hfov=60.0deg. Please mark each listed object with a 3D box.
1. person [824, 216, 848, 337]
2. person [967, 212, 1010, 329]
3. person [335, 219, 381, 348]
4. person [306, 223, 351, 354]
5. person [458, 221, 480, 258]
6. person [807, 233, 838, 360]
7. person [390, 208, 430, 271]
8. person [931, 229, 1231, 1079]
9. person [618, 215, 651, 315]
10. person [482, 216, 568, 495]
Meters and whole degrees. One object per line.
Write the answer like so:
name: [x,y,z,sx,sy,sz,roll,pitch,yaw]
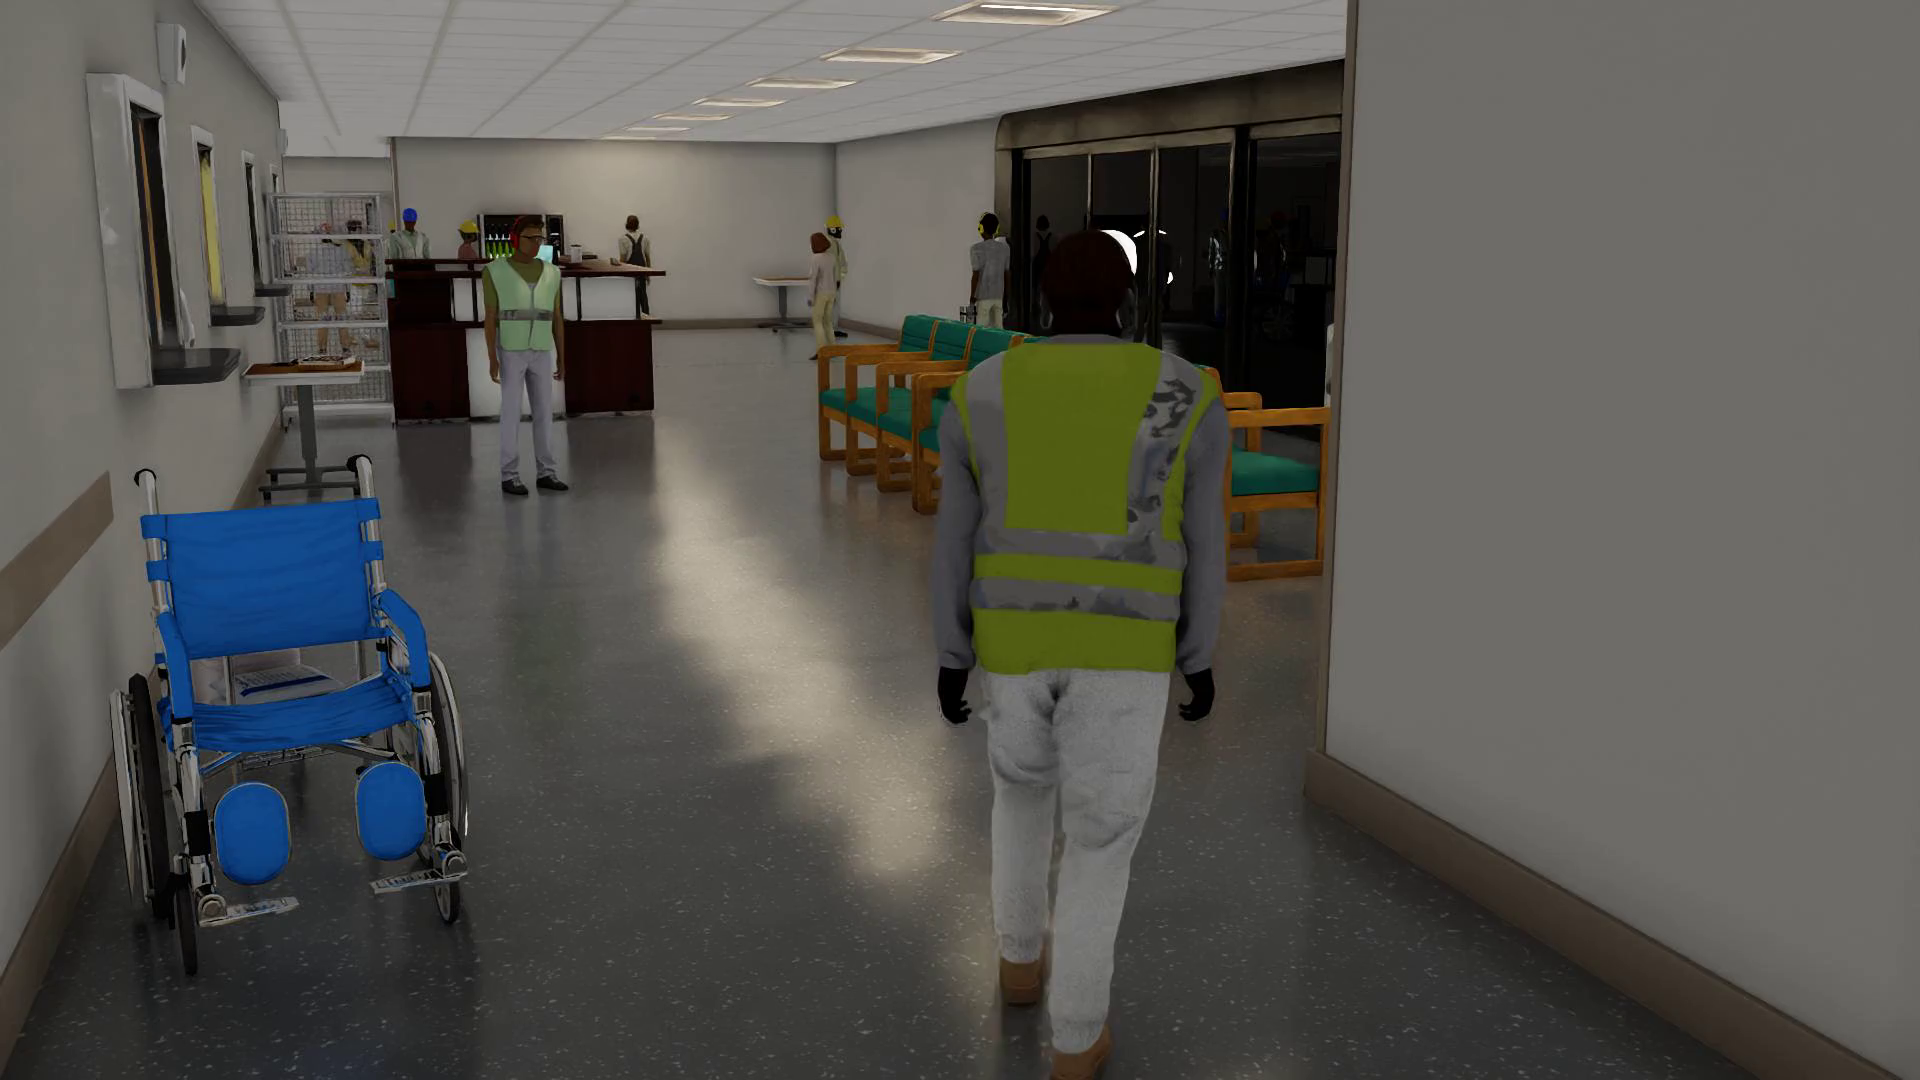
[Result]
person: [-1.910,-4.002,25.315,0.404,1.832,0.600,-3,11,-15]
person: [0.303,-2.553,17.791,0.508,1.872,0.329,-7,13,-32]
person: [-8.492,-3.608,23.424,0.984,1.794,0.638,7,13,32]
person: [-8.462,-3.374,22.331,0.563,1.742,0.361,-4,12,-18]
person: [-6.608,-3.412,22.460,0.322,1.769,0.523,-7,13,-31]
person: [-1.758,-3.123,21.344,0.294,1.622,0.533,7,13,33]
person: [-7.979,-3.845,24.220,0.605,1.944,0.402,-10,15,-42]
person: [0.268,0.235,3.675,0.632,1.803,0.729,3,11,16]
person: [-5.067,-4.125,25.910,0.512,1.845,0.340,-7,13,-31]
person: [-2.902,-1.227,11.074,0.575,1.834,0.415,-11,15,-43]
